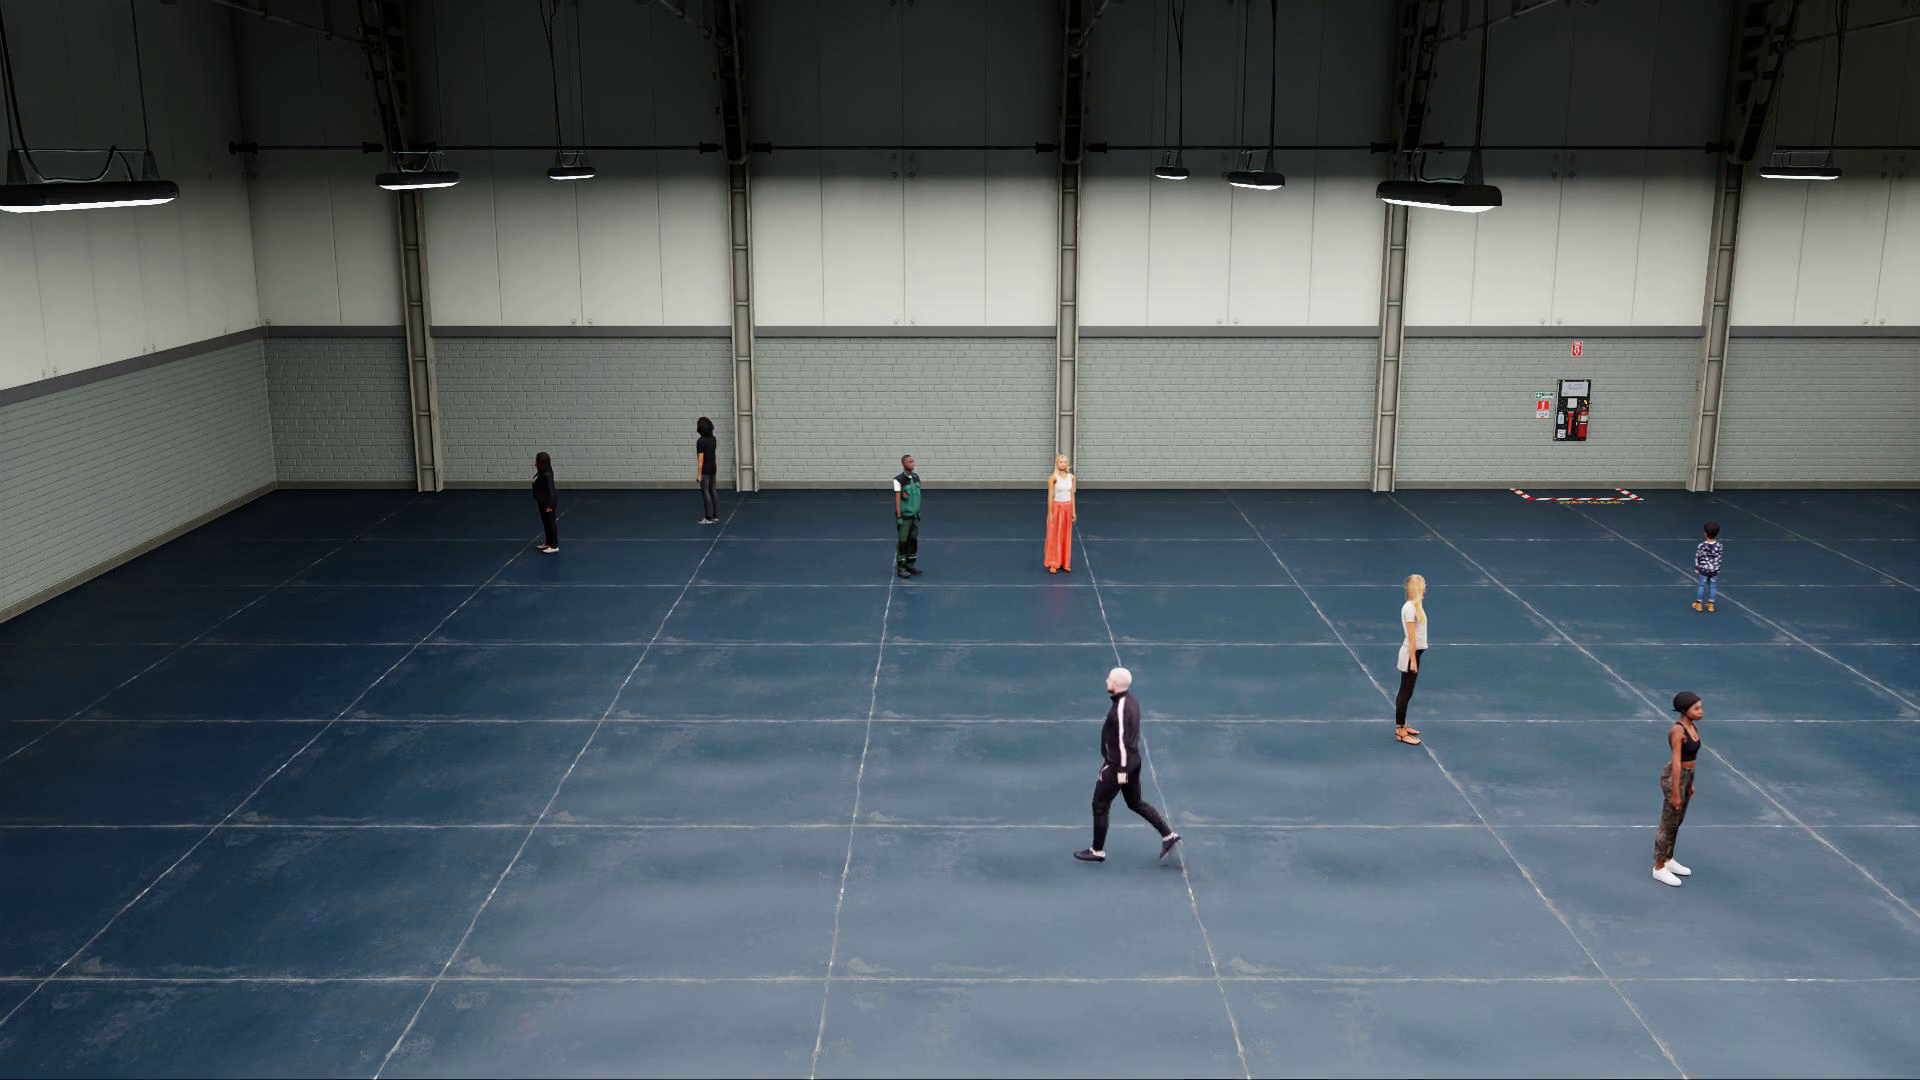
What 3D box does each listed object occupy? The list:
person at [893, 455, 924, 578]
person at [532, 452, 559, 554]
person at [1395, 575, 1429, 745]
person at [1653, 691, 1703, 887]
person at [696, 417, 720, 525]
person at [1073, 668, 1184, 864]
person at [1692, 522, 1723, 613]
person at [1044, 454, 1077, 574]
[{"bbox_3d":[-0.788,-0.376,24.898,0.816,1.840,0.787,10,16,36],"label":"person"},{"bbox_3d":[-6.549,-0.604,26.380,0.778,1.616,0.749,-7,15,-28],"label":"person"},{"bbox_3d":[4.833,1.258,17.871,0.614,1.827,0.665,4,13,15],"label":"person"},{"bbox_3d":[6.237,2.120,14.431,0.709,1.700,0.661,11,17,40],"label":"person"},{"bbox_3d":[-4.326,-1.211,28.511,0.707,1.836,0.706,8,15,30],"label":"person"},{"bbox_3d":[1.521,2.023,14.615,1.269,1.805,0.928,4,14,18],"label":"person"},{"bbox_3d":[10.351,0.365,23.002,0.459,1.252,0.574,2,13,7],"label":"person"},{"bbox_3d":[1.523,-0.406,25.115,0.666,1.801,0.782,-6,14,-25],"label":"person"}]
